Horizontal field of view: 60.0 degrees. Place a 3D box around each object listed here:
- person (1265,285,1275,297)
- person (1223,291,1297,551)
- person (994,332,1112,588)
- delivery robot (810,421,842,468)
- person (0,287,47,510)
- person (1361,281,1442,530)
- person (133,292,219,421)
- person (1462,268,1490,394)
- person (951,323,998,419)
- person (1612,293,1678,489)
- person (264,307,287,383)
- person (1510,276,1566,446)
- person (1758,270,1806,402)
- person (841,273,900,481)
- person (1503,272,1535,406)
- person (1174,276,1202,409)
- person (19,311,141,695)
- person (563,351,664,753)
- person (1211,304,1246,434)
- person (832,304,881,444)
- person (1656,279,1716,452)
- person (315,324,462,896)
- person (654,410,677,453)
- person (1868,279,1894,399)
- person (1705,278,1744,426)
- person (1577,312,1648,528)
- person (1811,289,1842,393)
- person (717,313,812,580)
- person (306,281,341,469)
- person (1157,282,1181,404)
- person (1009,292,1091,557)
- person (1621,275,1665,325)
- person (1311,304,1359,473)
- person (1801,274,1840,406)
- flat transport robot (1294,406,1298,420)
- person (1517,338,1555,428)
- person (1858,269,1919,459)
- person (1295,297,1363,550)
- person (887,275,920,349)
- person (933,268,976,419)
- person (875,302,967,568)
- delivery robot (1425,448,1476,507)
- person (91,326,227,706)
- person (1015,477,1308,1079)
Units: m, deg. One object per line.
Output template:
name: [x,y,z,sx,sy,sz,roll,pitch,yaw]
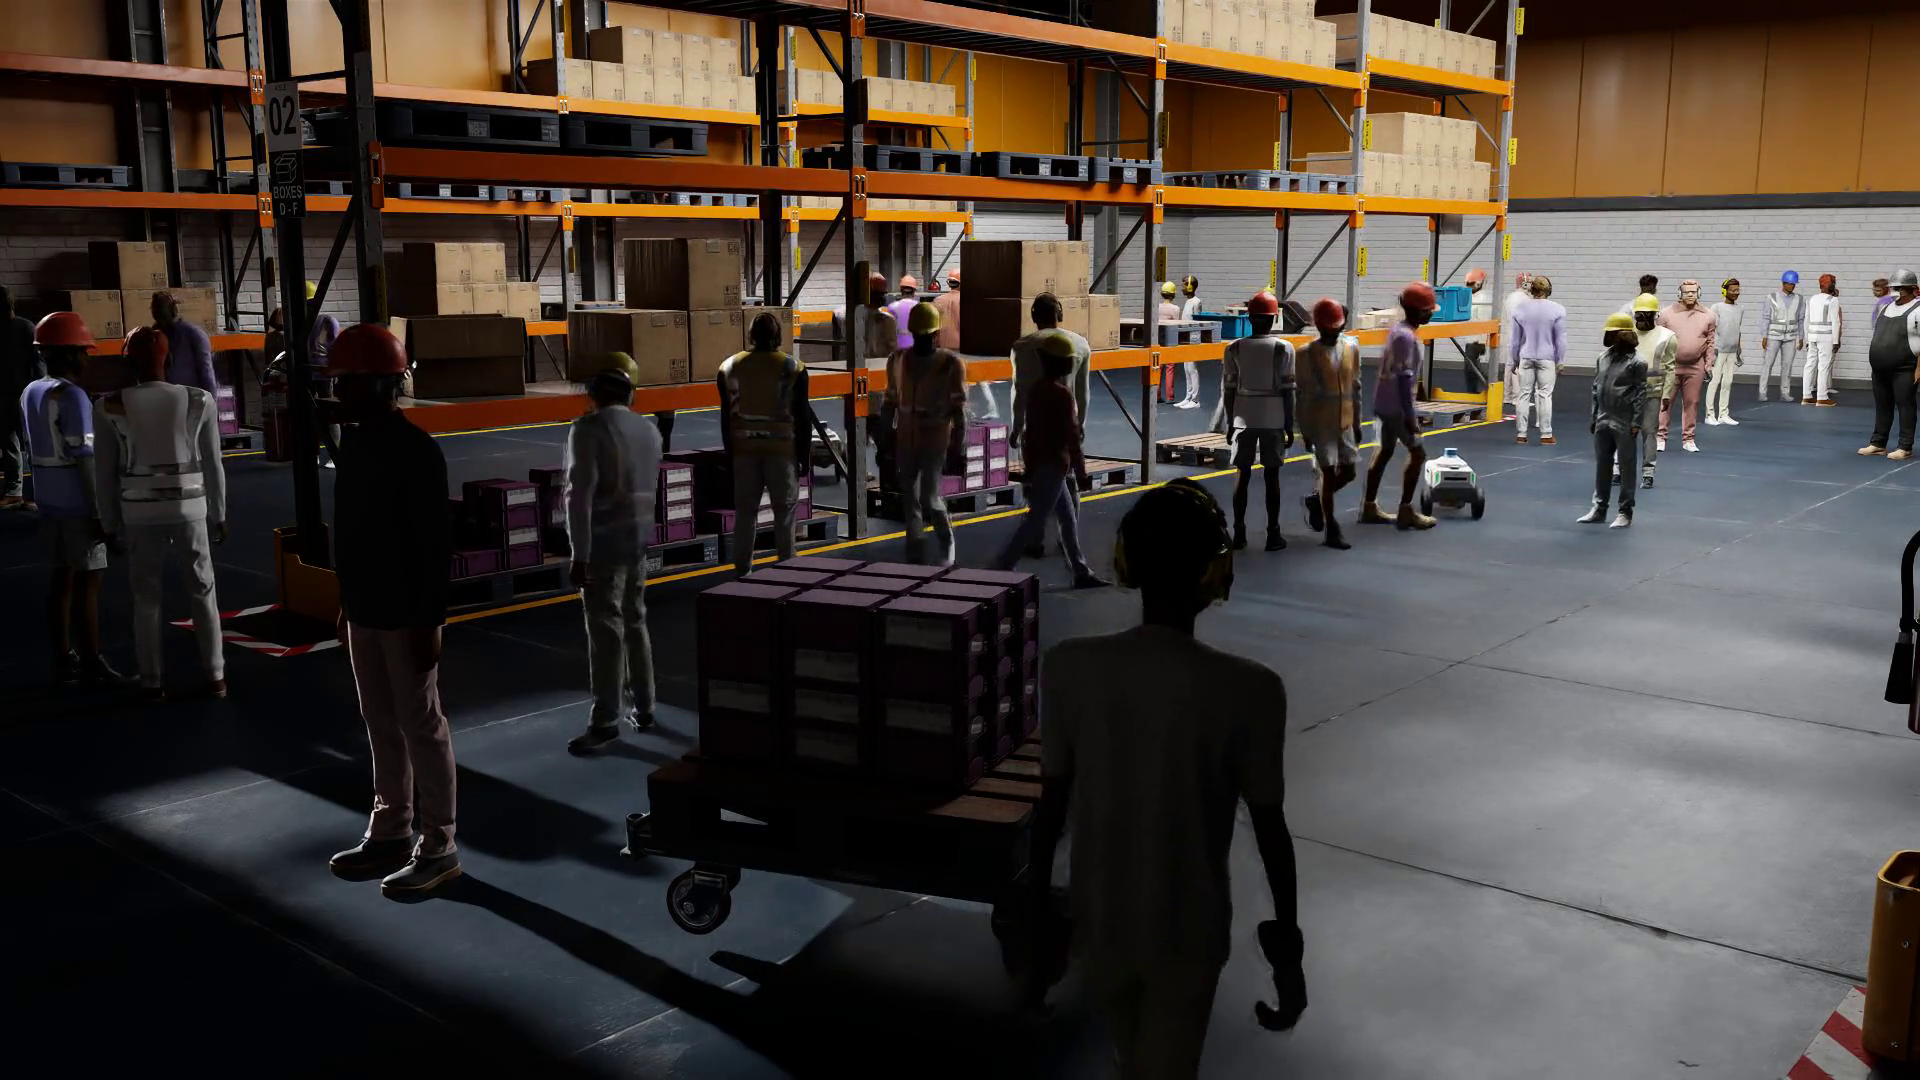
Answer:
person: [4.612,-2.944,24.802,0.919,1.721,0.526,-7,12,-34]
person: [2.234,-0.882,12.423,0.544,1.939,0.354,3,11,19]
person: [0.577,-0.487,10.808,0.920,1.725,0.537,-4,11,-19]
delivery robot: [-1.351,-0.922,16.321,0.477,0.478,0.707,-1,10,-8]
person: [-8.167,-1.218,14.345,0.637,1.934,0.355,3,10,14]
person: [3.571,-1.062,13.323,0.651,1.998,0.615,1,10,8]
person: [-6.715,-1.144,14.063,0.679,1.878,0.817,2,10,12]
person: [7.232,-2.786,23.176,0.548,1.979,0.623,1,10,7]
person: [0.120,-2.373,21.950,0.838,1.578,0.509,4,11,24]
person: [6.411,-1.404,15.690,0.588,1.833,0.404,7,12,35]
person: [-7.273,-1.688,17.909,0.501,1.627,0.285,6,12,32]
person: [6.604,-2.043,19.030,0.627,1.940,0.370,7,12,34]
person: [12.083,-2.981,24.418,0.618,1.934,0.440,1,10,7]
person: [-0.764,-1.579,16.198,0.640,2.000,0.983,9,13,40]
person: [8.053,-2.876,23.859,0.406,1.910,0.638,-1,10,-4]
person: [3.233,-2.779,23.427,0.313,1.866,0.538,-1,10,-8]
person: [-4.494,-0.186,8.458,0.543,1.938,0.364,7,12,34]
person: [-1.627,0.047,7.603,0.406,1.785,0.723,4,11,24]
person: [3.401,-2.064,20.154,0.844,1.596,0.519,-6,12,-32]
person: [-1.176,-2.038,19.175,0.600,1.883,0.411,-2,10,-10]
person: [8.020,-1.923,18.436,0.638,1.910,0.407,2,10,11]
person: [-2.016,0.242,5.857,0.622,1.994,0.381,8,13,40]
person: [-2.910,-1.483,16.527,0.315,1.695,0.541,-4,11,-20]
person: [13.840,-3.003,24.888,0.441,1.802,0.713,8,13,39]
person: [9.779,-2.394,21.224,0.513,1.872,0.328,-3,11,-19]
person: [5.299,-0.966,13.453,0.314,1.744,0.487,-6,11,-29]
person: [13.495,-3.102,25.912,0.309,1.641,0.511,-4,11,-21]
person: [-1.274,-0.581,11.015,0.619,1.835,0.430,1,10,8]
person: [-6.623,-1.683,17.046,0.588,1.918,0.397,2,10,12]
person: [3.014,-2.849,24.103,0.304,1.770,0.533,-8,13,-39]
person: [0.649,-0.836,12.176,0.627,1.935,0.371,-4,11,-21]
person: [8.786,-2.434,21.335,0.625,1.911,0.996,-2,10,-11]
person: [3.743,-1.502,16.640,0.540,1.695,0.317,7,12,36]
person: [12.354,-2.859,23.834,0.355,1.883,0.575,-4,11,-19]
flat transport robot: [4.618,-1.749,22.101,0.652,0.197,1.431,5,11,25]
person: [7.215,-2.219,20.874,0.516,1.643,0.308,10,14,44]
person: [10.039,-1.890,17.867,0.537,2.000,0.689,-3,10,-16]
person: [2.752,-0.881,12.554,0.605,1.894,0.656,-4,11,-20]
person: [-0.700,-2.532,21.913,0.553,1.907,0.699,-2,10,-14]
person: [-0.047,-2.584,21.948,0.625,1.992,0.389,4,11,24]
person: [-0.254,-0.670,11.331,0.612,1.900,0.474,5,11,28]
delivery robot: [4.161,-0.537,14.128,0.477,0.478,0.707,2,10,9]
person: [-3.941,-0.115,8.234,0.581,1.879,0.350,-6,11,-30]
person: [0.388,0.792,3.269,0.537,1.815,0.990,5,11,28]
